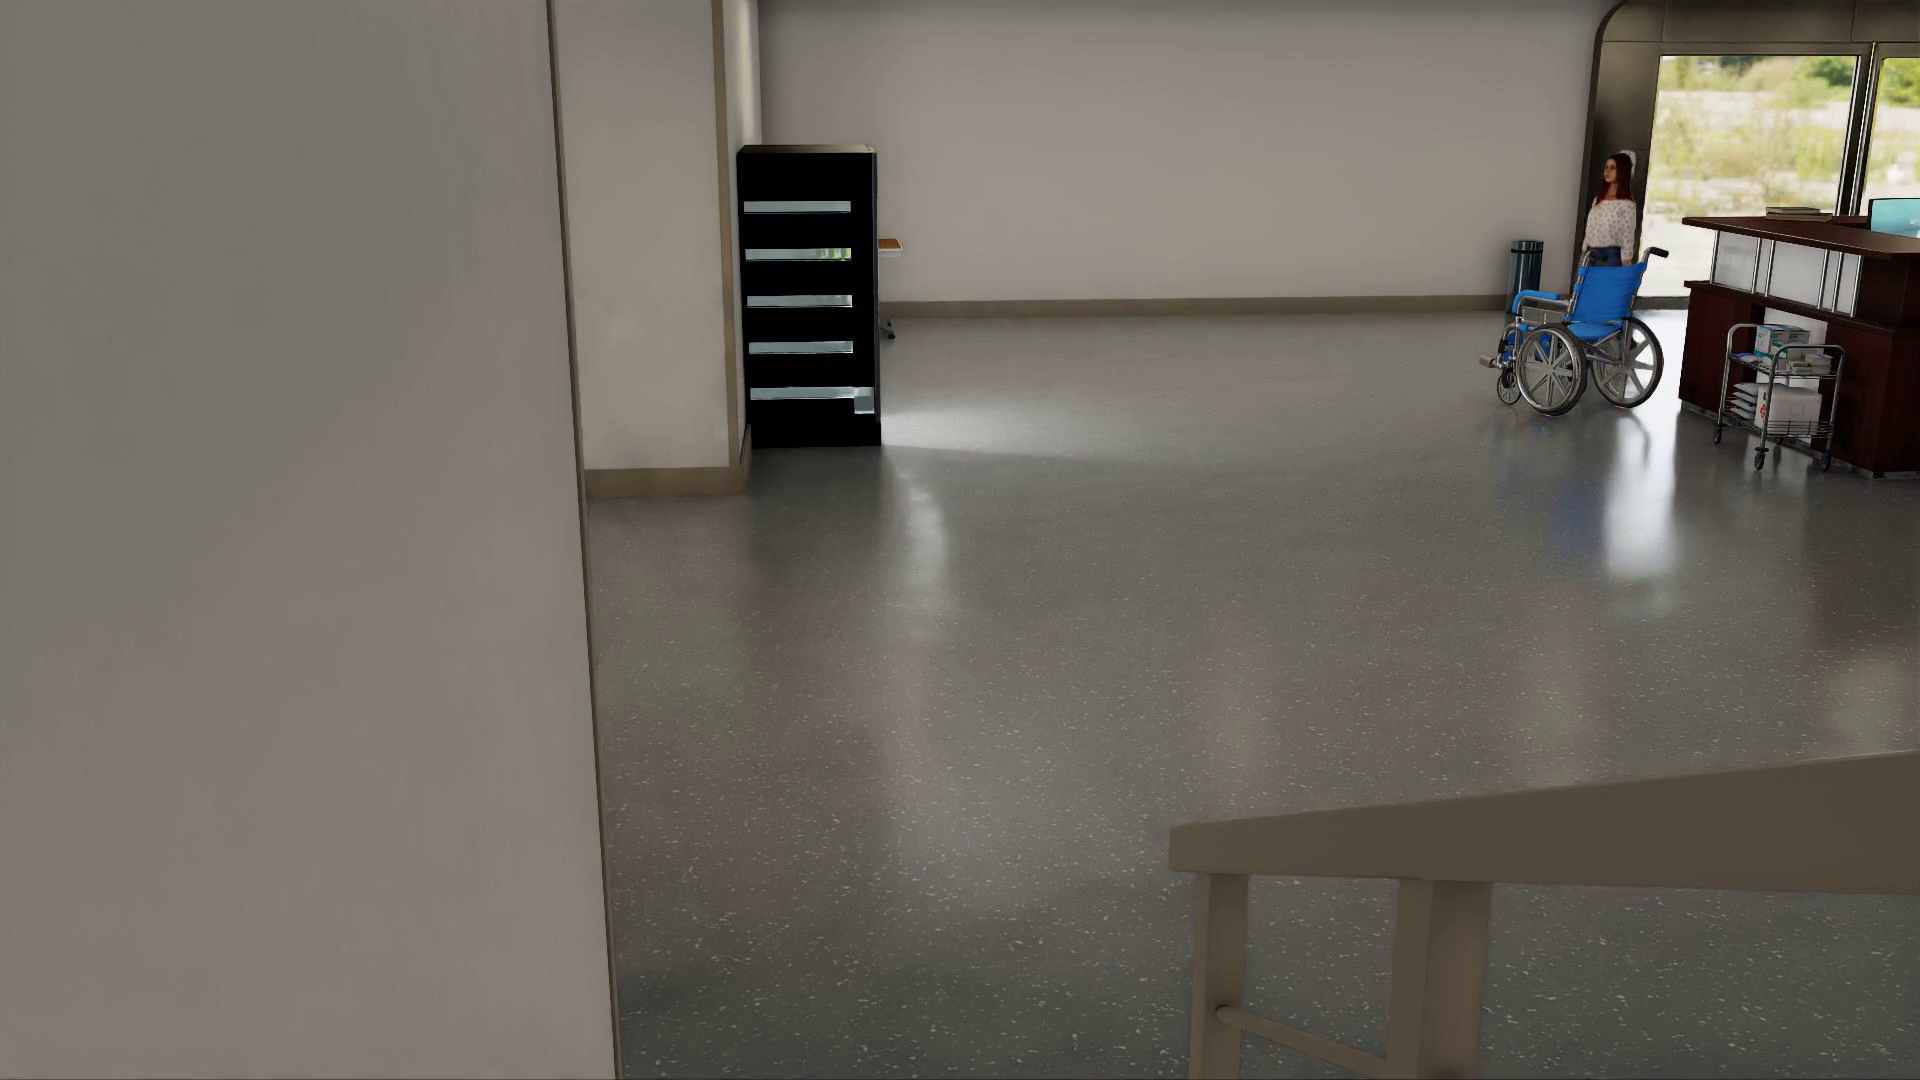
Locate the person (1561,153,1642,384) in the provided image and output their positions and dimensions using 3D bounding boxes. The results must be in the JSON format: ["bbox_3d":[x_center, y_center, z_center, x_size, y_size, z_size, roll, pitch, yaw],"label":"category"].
[{"bbox_3d":[4.926,-2.032,12.567,0.781,1.701,1.053,-5,16,-17],"label":"person"}]
